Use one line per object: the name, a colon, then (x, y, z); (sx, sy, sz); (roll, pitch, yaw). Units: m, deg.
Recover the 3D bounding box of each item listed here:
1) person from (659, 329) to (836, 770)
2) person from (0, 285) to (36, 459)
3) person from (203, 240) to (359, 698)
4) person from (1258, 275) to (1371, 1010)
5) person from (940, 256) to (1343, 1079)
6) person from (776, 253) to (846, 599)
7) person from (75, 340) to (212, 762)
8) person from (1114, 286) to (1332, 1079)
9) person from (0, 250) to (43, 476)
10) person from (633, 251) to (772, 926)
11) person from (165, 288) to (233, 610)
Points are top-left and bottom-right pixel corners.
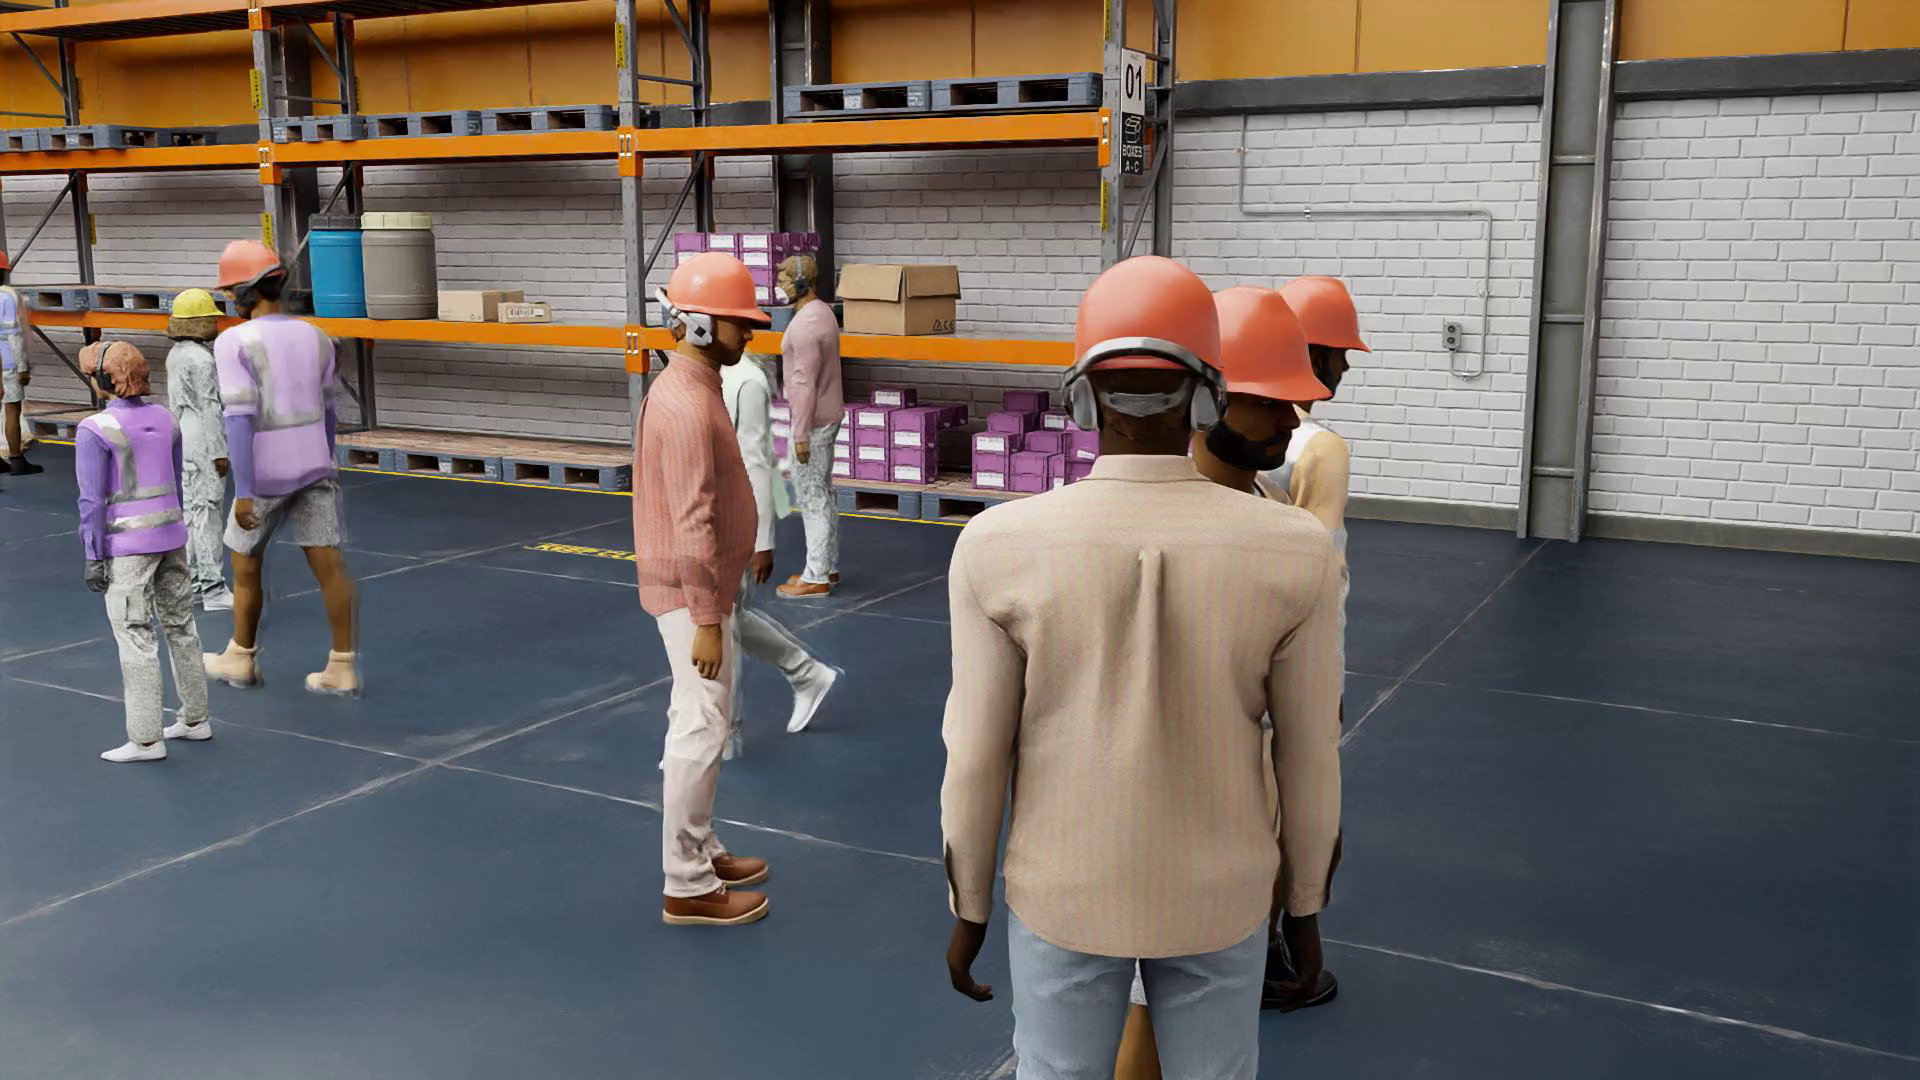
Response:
person: (-0.835, -0.076, 6.451); (0.757, 1.885, 0.604); (-7, 12, -33)
person: (-8.807, -1.643, 15.170); (0.436, 1.824, 0.640); (4, 11, 20)
person: (-3.068, -0.304, 7.350); (0.967, 1.994, 0.649); (5, 12, 28)
person: (0.856, 0.273, 4.402); (0.388, 1.926, 0.541); (-4, 11, -22)
person: (0.282, 0.558, 2.640); (0.626, 1.991, 0.389); (0, 10, 0)
person: (-0.840, -0.635, 9.358); (0.381, 1.932, 0.628); (1, 10, 4)
person: (-3.190, 0.044, 6.466); (0.318, 1.631, 0.514); (2, 11, 13)
person: (0.481, 0.508, 3.072); (0.373, 1.934, 0.551); (8, 13, 36)
person: (-8.157, -1.505, 14.140); (0.544, 1.928, 0.370); (4, 11, 21)
person: (-0.746, 0.154, 4.902); (0.409, 1.982, 0.626); (-2, 11, -10)
person: (-4.124, -0.492, 9.082); (0.483, 1.745, 0.302); (10, 14, 44)
